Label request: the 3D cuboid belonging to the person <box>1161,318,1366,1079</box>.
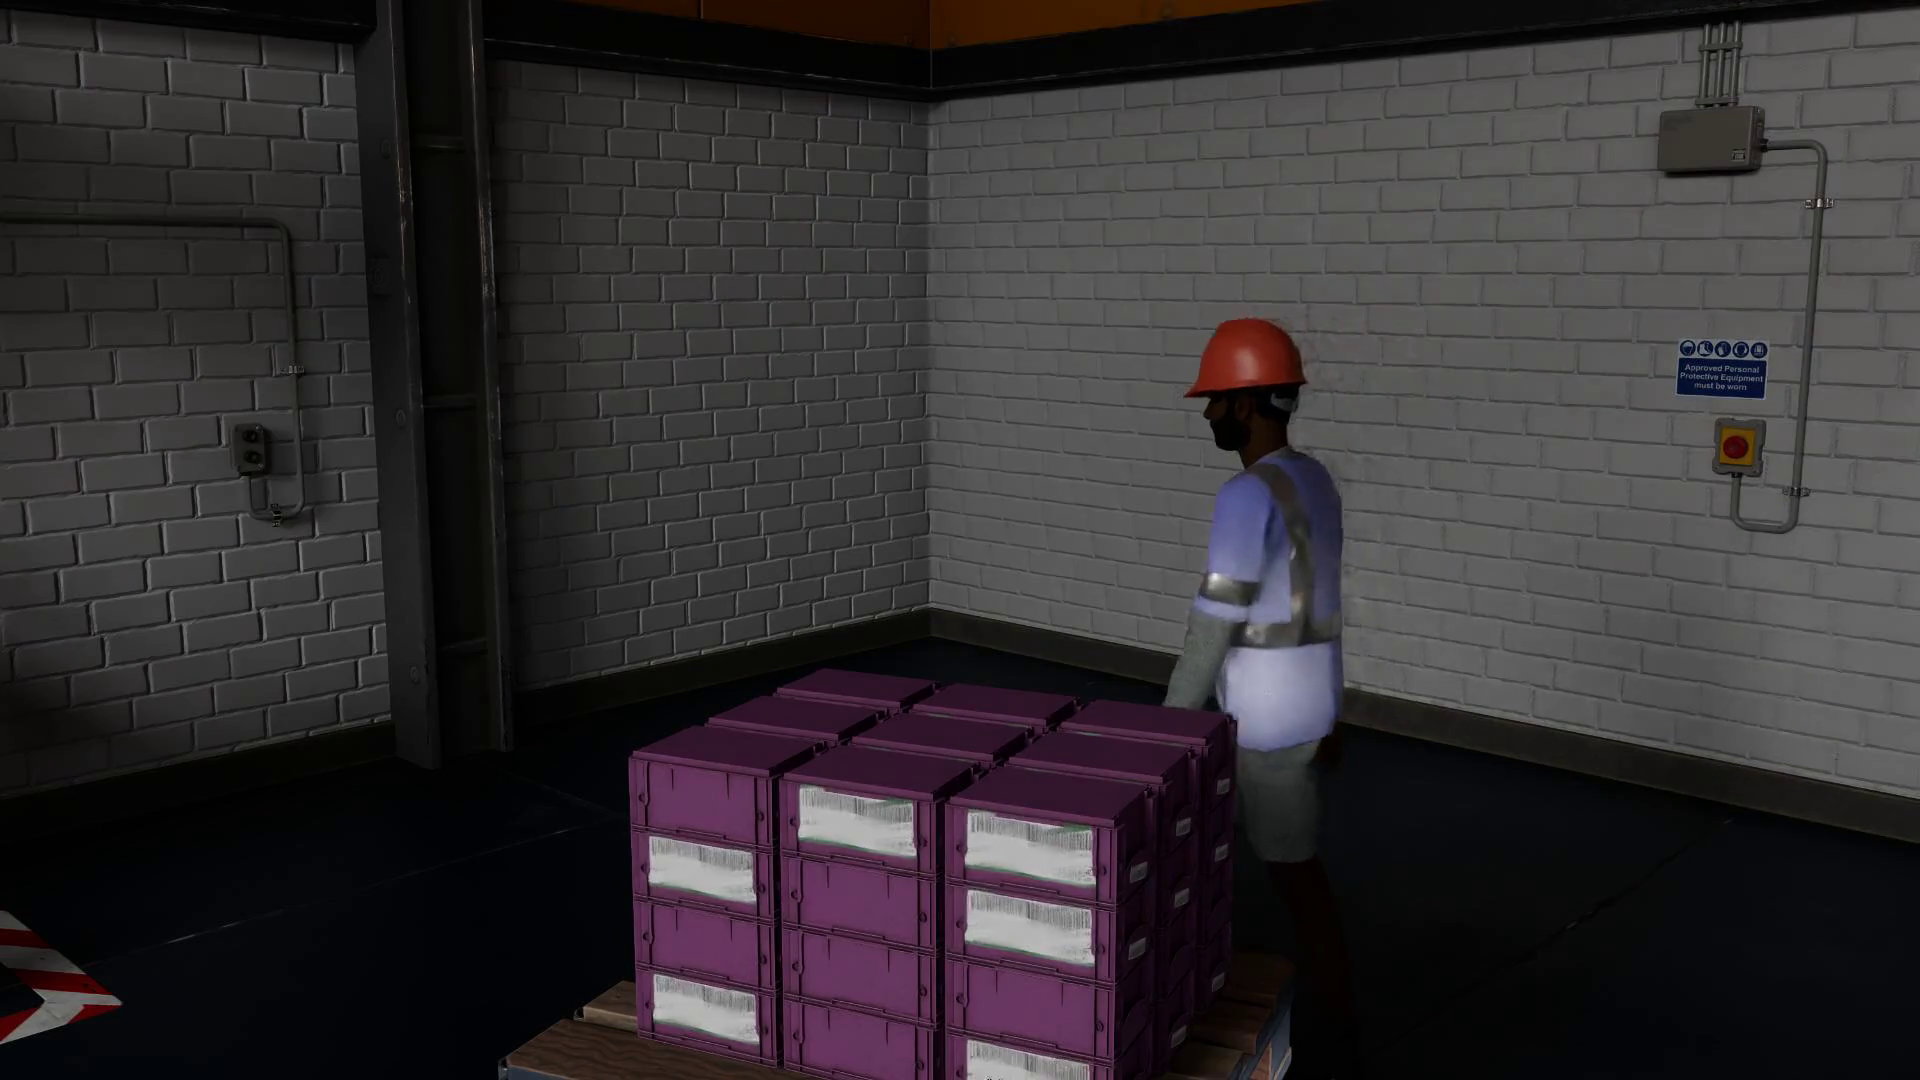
[{"bbox_3d":[0.650,0.414,4.125,0.867,1.898,0.546,4,10,24],"label":"person"}]
